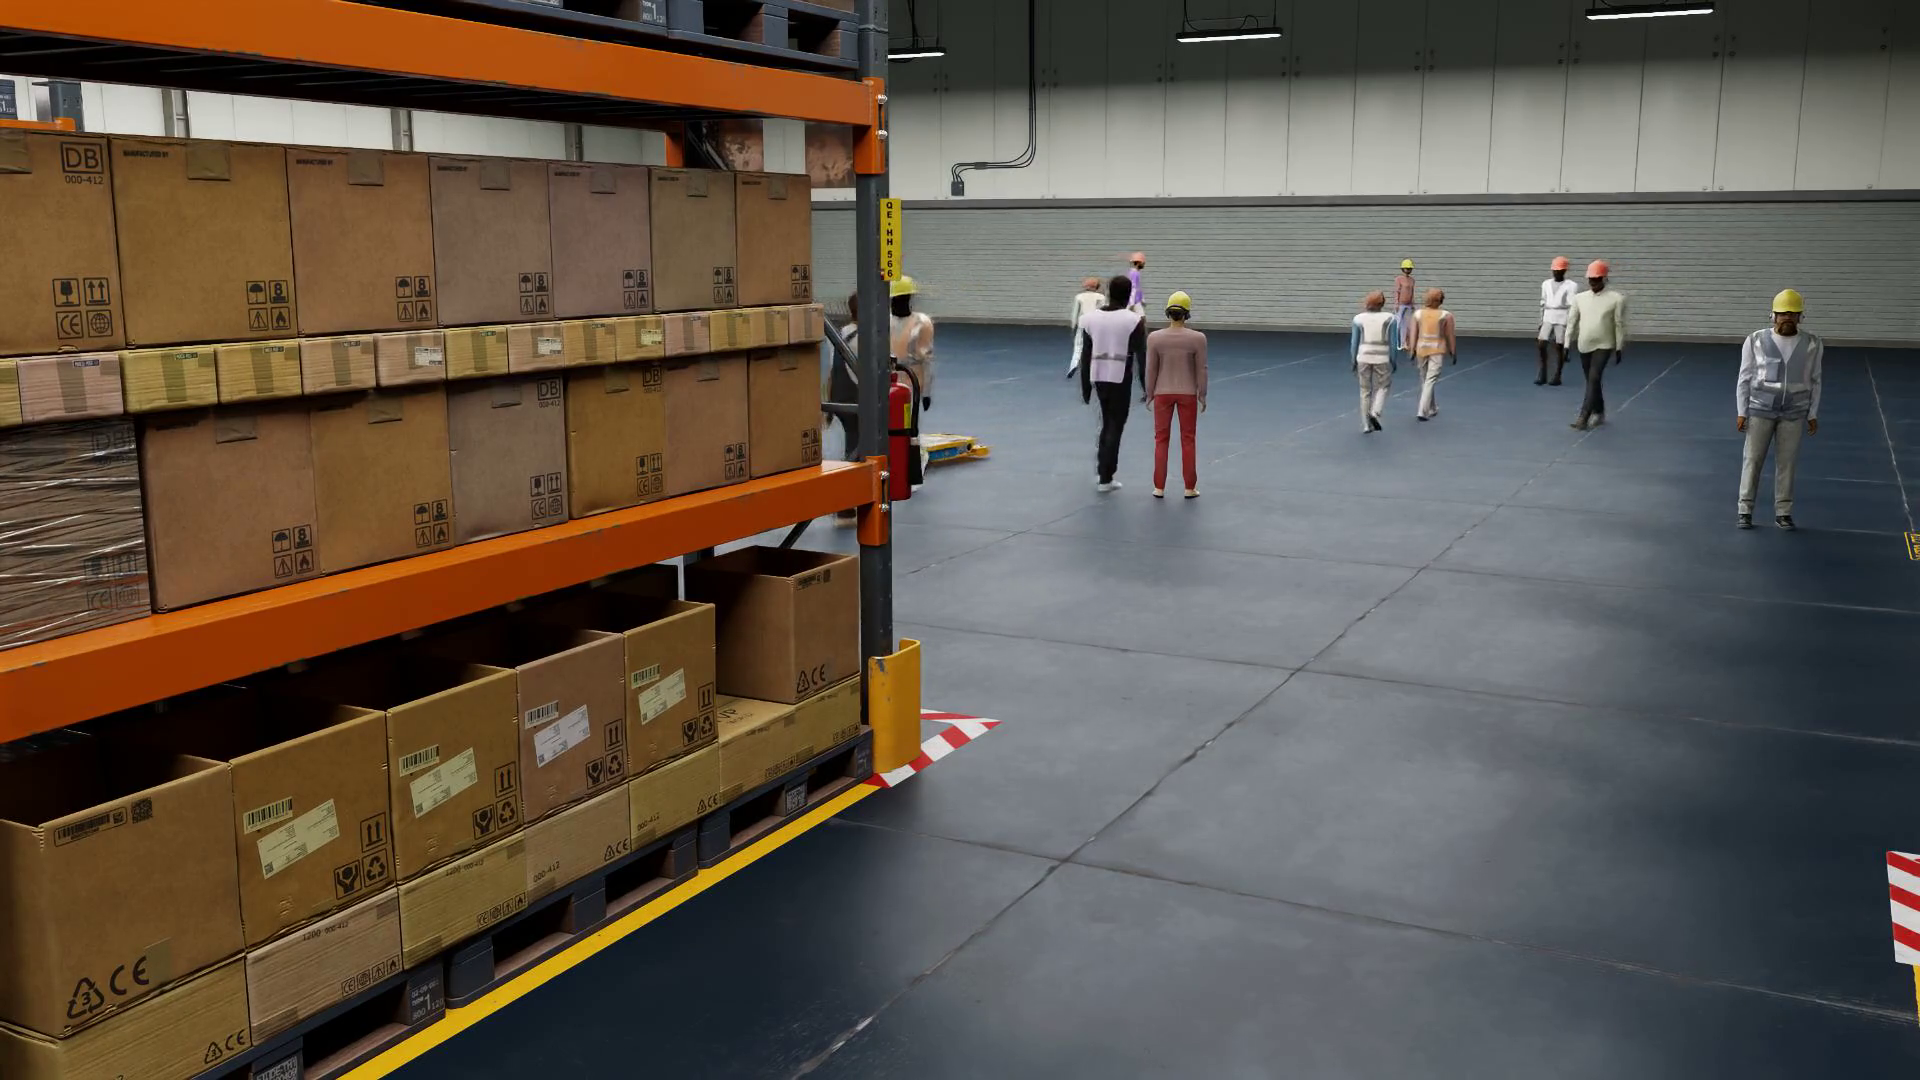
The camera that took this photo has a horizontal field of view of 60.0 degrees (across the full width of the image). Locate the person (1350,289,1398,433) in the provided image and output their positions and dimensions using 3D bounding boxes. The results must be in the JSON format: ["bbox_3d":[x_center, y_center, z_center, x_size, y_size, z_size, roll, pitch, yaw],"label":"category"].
[{"bbox_3d":[4.691,-2.019,18.857,0.534,1.626,0.365,5,11,25],"label":"person"}]

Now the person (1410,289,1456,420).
[{"bbox_3d":[5.777,-2.266,20.330,0.536,1.592,0.875,8,13,35],"label":"person"}]

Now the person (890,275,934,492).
[{"bbox_3d":[-0.448,-1.355,14.496,0.606,1.907,0.547,8,13,38],"label":"person"}]

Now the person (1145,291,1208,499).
[{"bbox_3d":[1.848,-1.233,14.217,0.535,1.767,0.315,2,11,11],"label":"person"}]

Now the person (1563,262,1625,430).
[{"bbox_3d":[7.407,-2.275,19.448,0.632,1.937,1.085,9,14,41],"label":"person"}]

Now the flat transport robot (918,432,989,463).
[{"bbox_3d":[-0.387,-0.886,16.399,0.652,0.197,1.431,7,13,35],"label":"flat transport robot"}]

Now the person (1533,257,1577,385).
[{"bbox_3d":[8.831,-3.238,24.735,0.587,1.911,0.713,10,14,43],"label":"person"}]

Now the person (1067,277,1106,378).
[{"bbox_3d":[1.987,-3.319,26.064,0.536,1.595,0.848,3,11,18],"label":"person"}]

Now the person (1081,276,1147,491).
[{"bbox_3d":[1.403,-1.388,14.730,0.587,1.886,0.640,8,13,37],"label":"person"}]

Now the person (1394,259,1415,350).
[{"bbox_3d":[8.724,-4.608,32.620,0.524,1.769,0.314,-7,12,-33],"label":"person"}]

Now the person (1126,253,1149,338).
[{"bbox_3d":[3.533,-4.724,32.917,1.009,1.881,0.564,0,10,1],"label":"person"}]

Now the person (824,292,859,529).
[{"bbox_3d":[-0.789,-1.004,12.810,0.549,1.820,0.549,-9,14,-40],"label":"person"}]

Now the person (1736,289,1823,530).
[{"bbox_3d":[6.237,-0.986,12.681,0.588,1.835,0.403,3,11,15],"label":"person"}]
